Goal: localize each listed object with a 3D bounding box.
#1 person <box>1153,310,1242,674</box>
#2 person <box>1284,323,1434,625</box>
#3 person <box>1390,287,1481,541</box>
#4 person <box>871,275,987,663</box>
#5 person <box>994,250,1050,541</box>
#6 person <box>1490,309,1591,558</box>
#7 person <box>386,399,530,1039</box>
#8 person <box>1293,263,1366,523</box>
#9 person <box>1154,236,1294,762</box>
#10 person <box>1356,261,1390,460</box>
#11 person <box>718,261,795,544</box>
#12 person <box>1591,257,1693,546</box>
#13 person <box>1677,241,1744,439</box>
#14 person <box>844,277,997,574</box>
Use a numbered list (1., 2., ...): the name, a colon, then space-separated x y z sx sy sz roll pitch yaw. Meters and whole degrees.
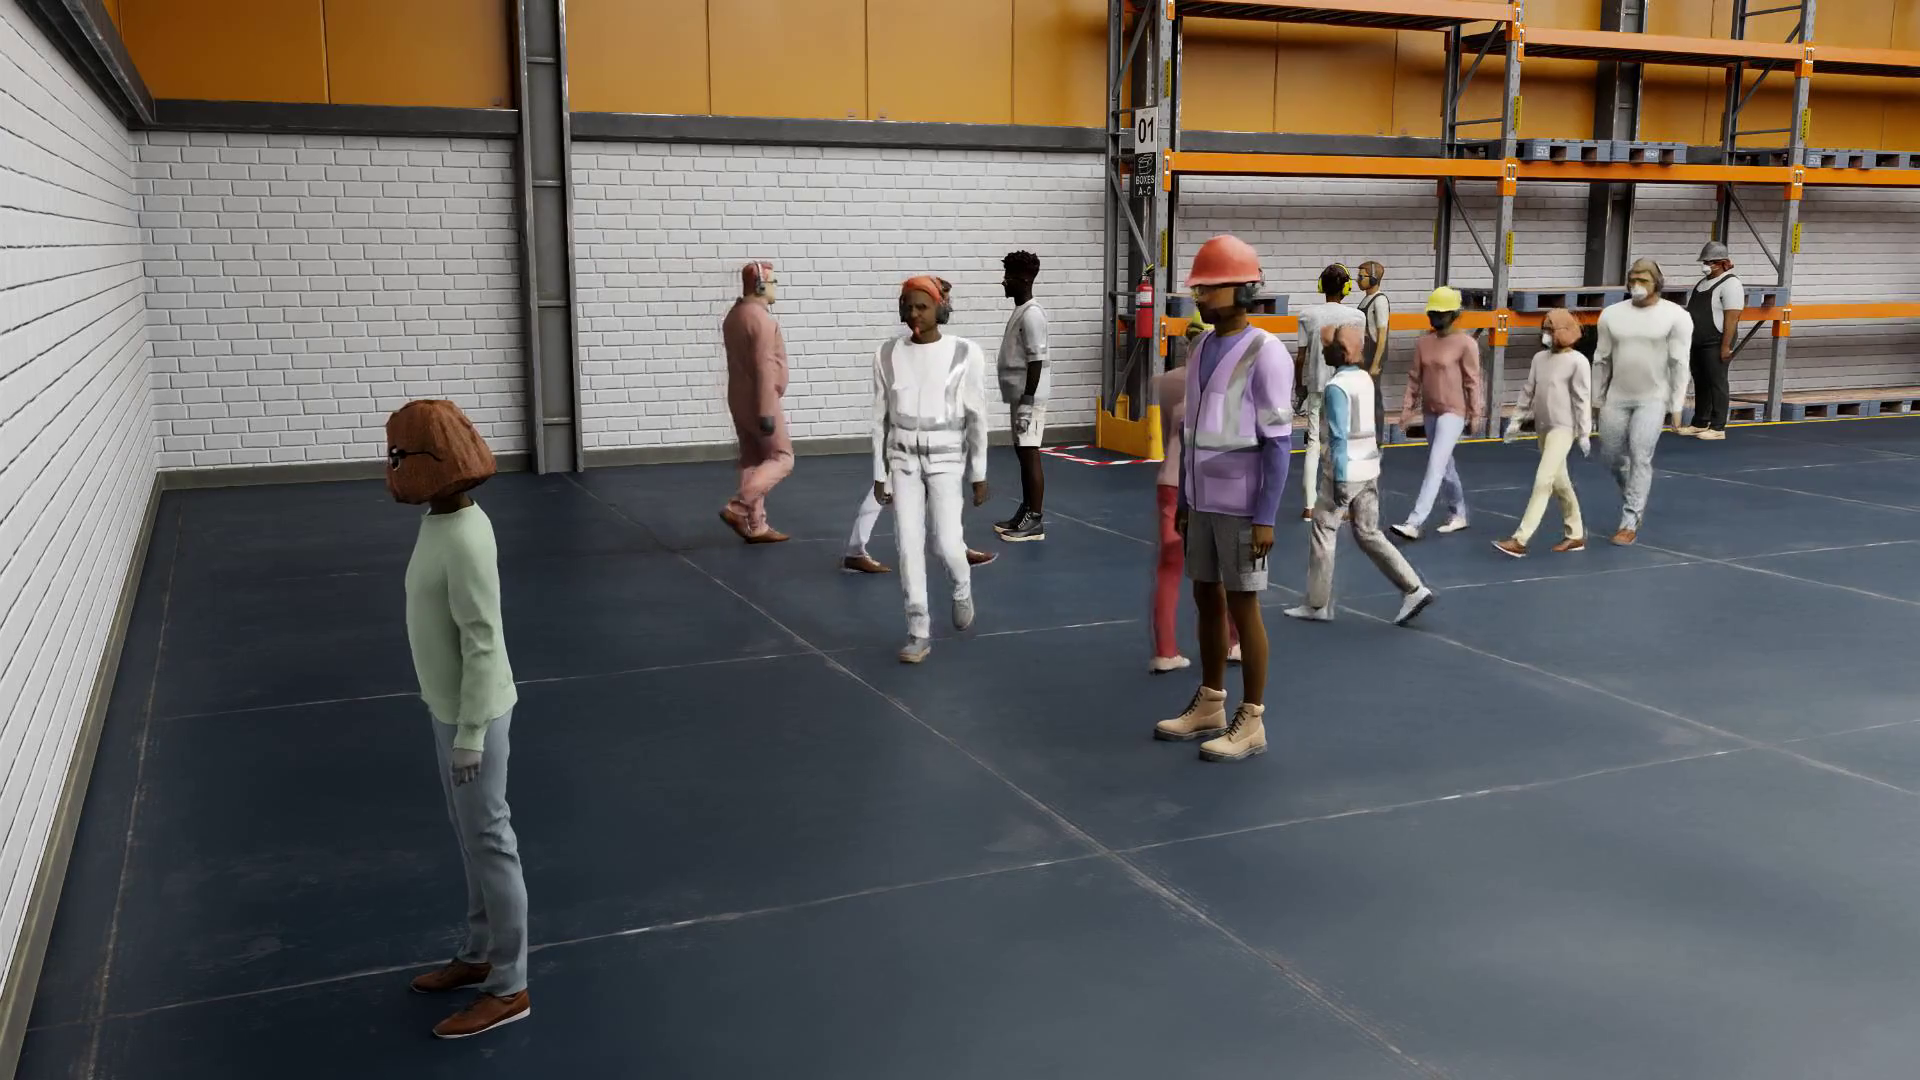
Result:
1. person: 1.165 -0.243 7.859 0.531 1.742 0.678 9 14 43
2. person: 2.132 -0.337 8.756 0.724 1.607 0.530 7 12 35
3. person: 3.236 -0.853 11.329 0.917 1.714 0.536 -5 12 -28
4. person: -0.143 -0.357 8.133 0.591 1.865 0.604 3 11 17
5. person: 0.430 -0.978 11.310 0.366 1.967 0.603 -1 10 -4
6. person: 3.768 -0.681 10.711 0.824 1.590 0.514 -3 11 -16
7. person: -1.287 0.453 4.271 0.285 1.631 0.501 -5 11 -24
8. person: 2.678 -1.057 12.026 0.531 1.870 0.316 4 11 22
9. person: 1.024 -0.153 6.523 0.407 2.039 0.621 -5 11 -26
10. person: 3.783 -1.654 15.419 0.341 1.846 0.510 -1 10 -5
11. person: -1.350 -0.895 11.038 0.454 1.893 0.666 -5 12 -28
12. person: 4.604 -0.945 11.269 0.649 1.920 0.770 9 14 41
13. person: 7.704 -2.062 17.147 0.535 2.000 0.682 -1 10 -3
14. person: -0.272 -0.676 10.090 0.957 1.809 0.506 1 10 6
